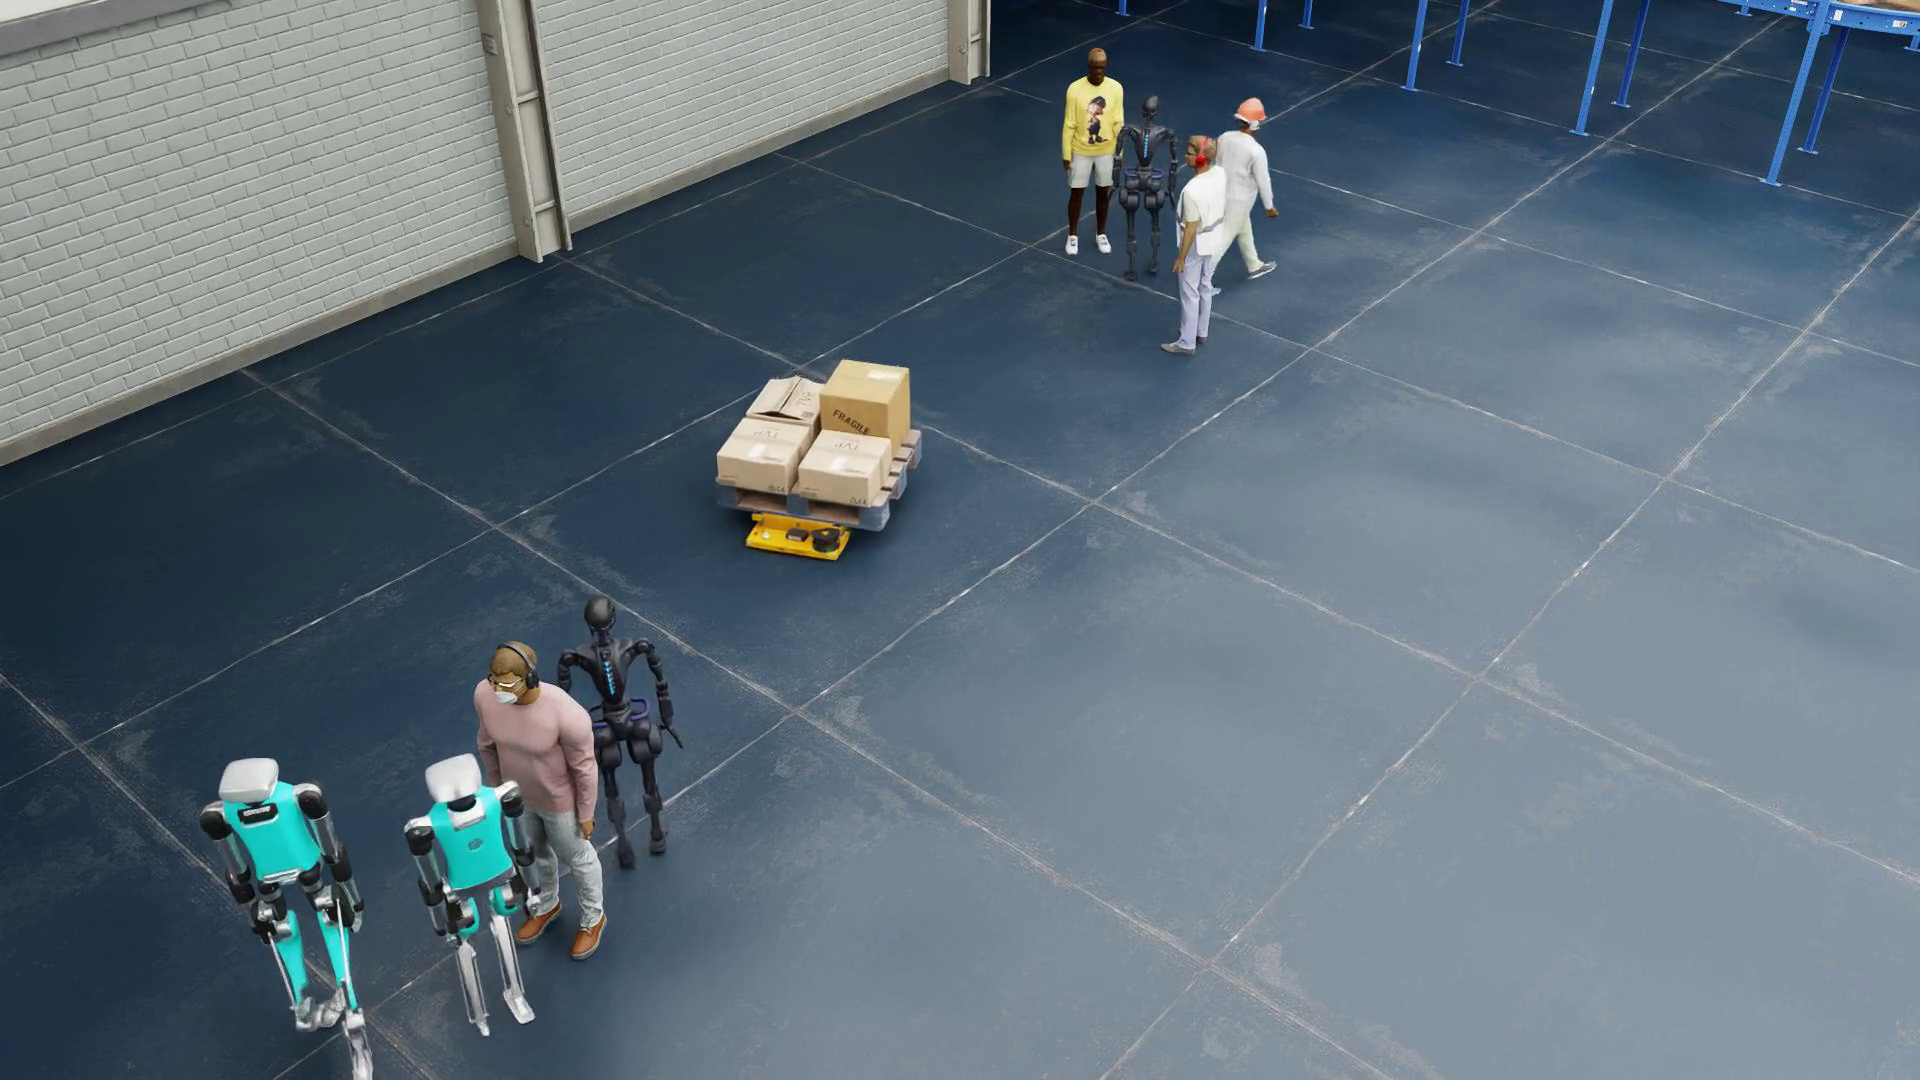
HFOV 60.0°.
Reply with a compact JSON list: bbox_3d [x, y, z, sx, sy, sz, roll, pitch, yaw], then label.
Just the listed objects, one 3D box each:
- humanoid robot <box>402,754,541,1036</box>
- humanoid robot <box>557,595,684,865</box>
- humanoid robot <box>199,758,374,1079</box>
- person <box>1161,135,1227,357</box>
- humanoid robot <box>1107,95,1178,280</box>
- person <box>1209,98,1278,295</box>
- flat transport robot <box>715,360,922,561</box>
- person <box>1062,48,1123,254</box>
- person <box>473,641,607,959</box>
[{"bbox_3d":[-2.288,1.621,7.842,0.534,1.793,0.656,-20,40,-26],"label":"humanoid robot"},{"bbox_3d":[-1.775,1.025,8.758,0.612,1.661,0.395,-9,36,-12],"label":"humanoid robot"},{"bbox_3d":[-3.007,1.844,7.558,0.581,1.775,0.886,-8,36,-11],"label":"humanoid robot"},{"bbox_3d":[1.904,-2.350,13.326,0.378,1.845,0.568,21,40,27],"label":"person"},{"bbox_3d":[1.599,-3.069,14.486,0.608,1.655,0.335,5,36,7],"label":"humanoid robot"},{"bbox_3d":[2.404,-2.950,14.298,0.933,1.696,0.565,-14,38,-19],"label":"person"},{"bbox_3d":[-0.971,-0.362,11.895,0.659,0.231,1.431,9,36,12],"label":"flat transport robot"},{"bbox_3d":[1.177,-3.473,14.871,0.543,1.893,0.373,-3,36,-4],"label":"person"},{"bbox_3d":[-2.052,1.267,8.172,0.629,1.939,0.371,12,37,16],"label":"person"}]
